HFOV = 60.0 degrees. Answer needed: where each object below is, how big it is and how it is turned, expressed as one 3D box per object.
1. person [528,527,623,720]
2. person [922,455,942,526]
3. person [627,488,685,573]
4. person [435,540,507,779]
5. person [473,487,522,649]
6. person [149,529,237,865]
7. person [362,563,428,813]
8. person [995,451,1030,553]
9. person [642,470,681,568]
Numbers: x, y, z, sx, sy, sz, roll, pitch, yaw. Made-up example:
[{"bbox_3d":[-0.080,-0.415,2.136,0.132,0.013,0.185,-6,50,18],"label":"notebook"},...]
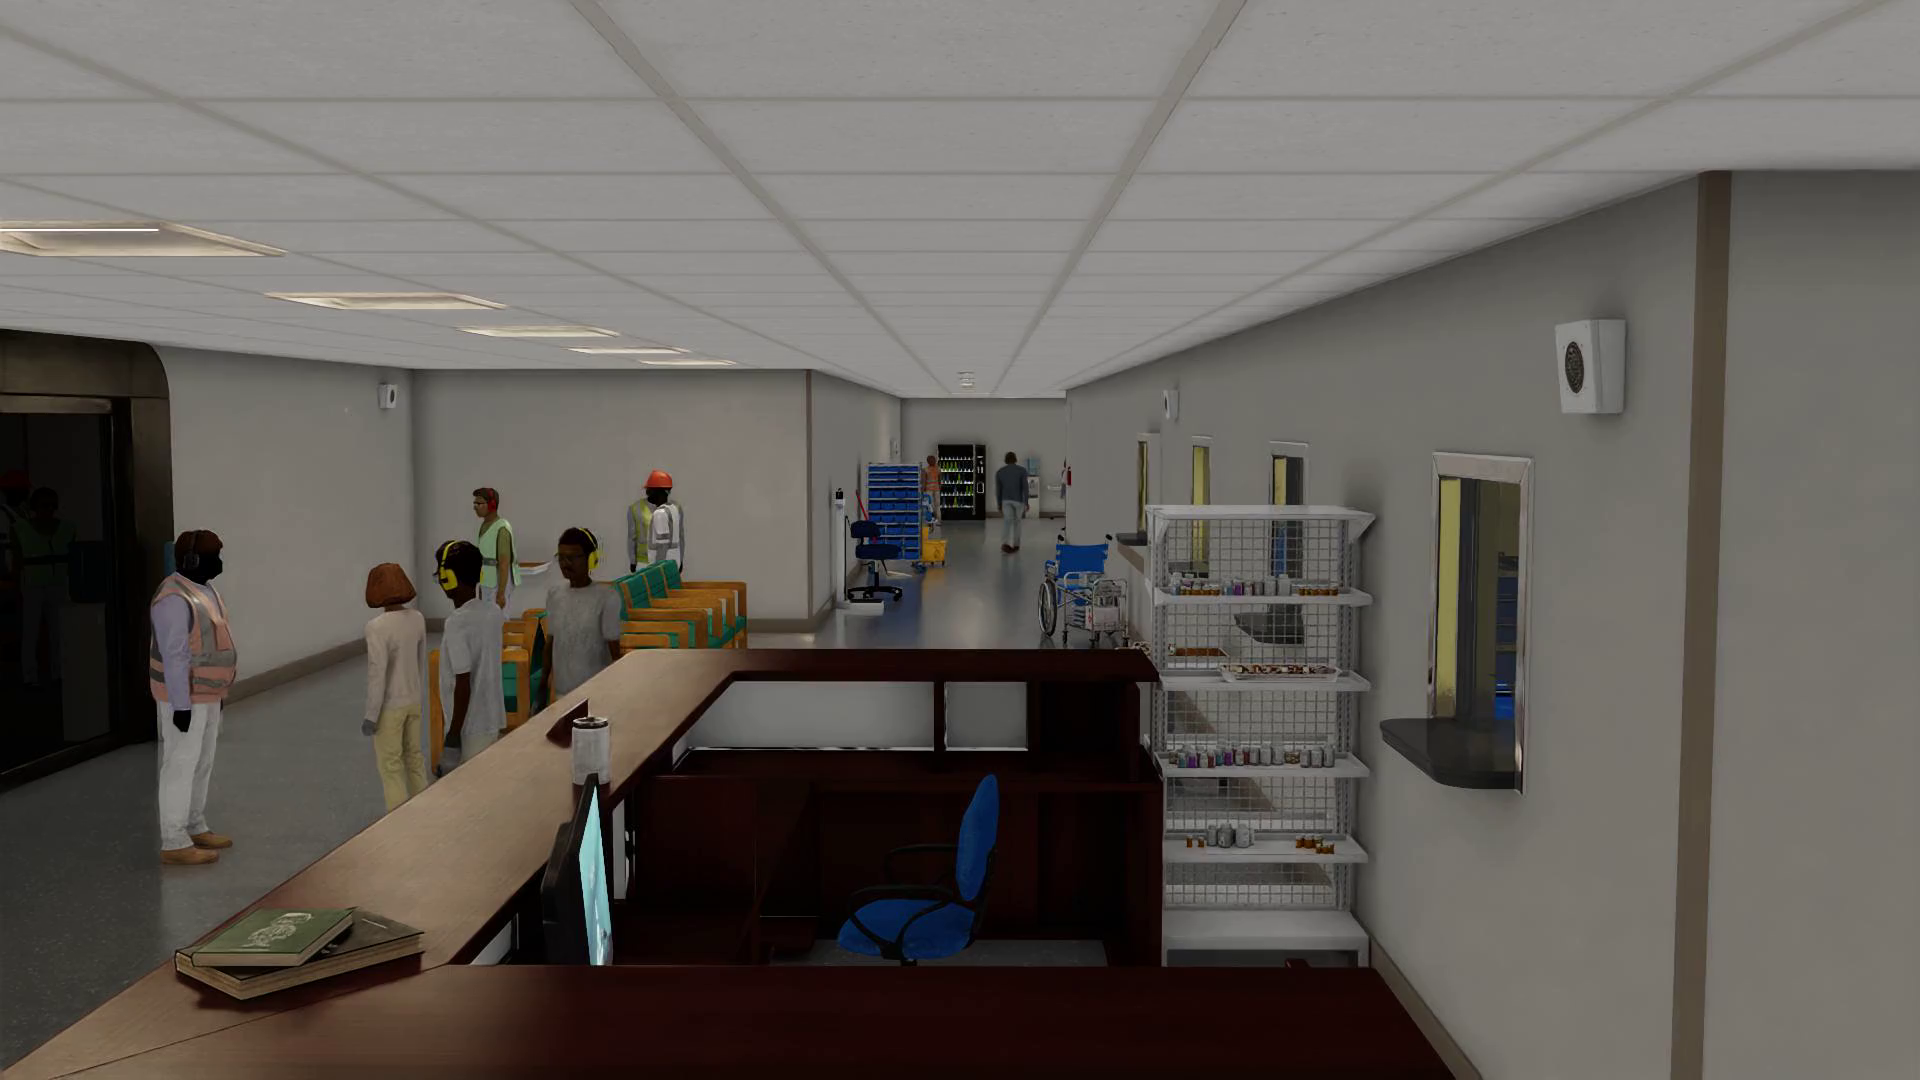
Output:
[{"bbox_3d":[-2.065,0.853,8.954,0.551,1.859,0.535,2,5,30],"label":"person"},{"bbox_3d":[-0.648,-1.123,38.207,0.515,1.641,0.315,-2,5,-27],"label":"person"},{"bbox_3d":[-3.315,0.214,18.166,0.622,1.835,0.431,-1,4,-18],"label":"person"},{"bbox_3d":[-2.325,0.929,7.864,0.330,1.865,0.518,0,4,7],"label":"person"},{"bbox_3d":[-4.153,0.445,14.902,0.387,1.837,0.560,-3,5,-38],"label":"person"},{"bbox_3d":[-4.214,0.856,9.168,0.431,1.833,0.626,-1,4,-8],"label":"person"},{"bbox_3d":[-3.154,0.943,9.270,0.269,1.631,0.508,1,4,14],"label":"person"},{"bbox_3d":[0.958,-0.699,30.753,0.656,1.880,1.004,1,4,12],"label":"person"},{"bbox_3d":[-2.964,0.277,16.503,0.361,1.939,0.543,0,4,3],"label":"person"}]
